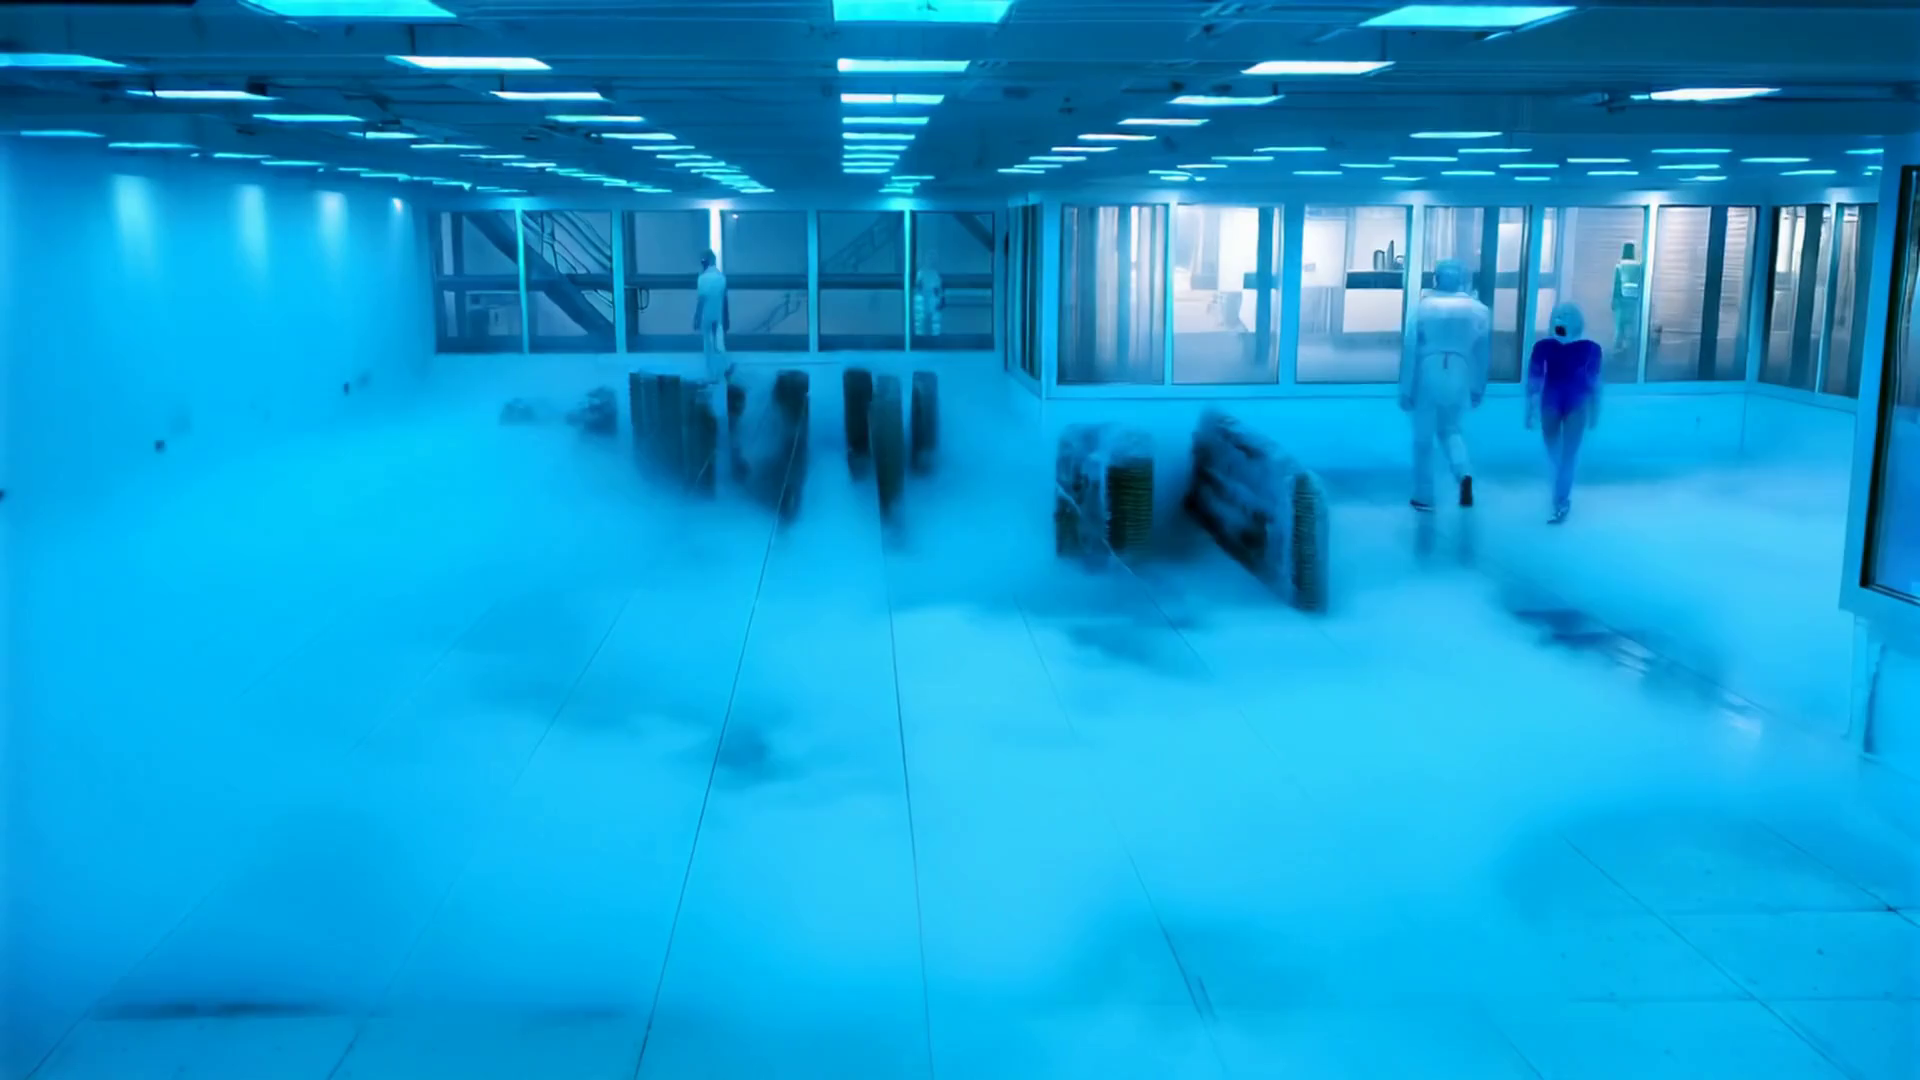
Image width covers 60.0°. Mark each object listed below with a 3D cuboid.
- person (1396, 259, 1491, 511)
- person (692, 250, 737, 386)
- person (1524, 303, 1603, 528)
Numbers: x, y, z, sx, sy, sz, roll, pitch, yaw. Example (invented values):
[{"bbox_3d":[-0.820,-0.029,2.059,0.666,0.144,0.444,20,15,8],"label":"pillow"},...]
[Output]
[{"bbox_3d":[3.594,-1.134,12.359,0.651,1.892,0.517,-1,11,-7],"label":"person"},{"bbox_3d":[-3.334,-2.981,22.446,0.477,1.848,0.498,7,13,35],"label":"person"},{"bbox_3d":[4.366,-0.915,12.020,0.510,1.586,0.860,8,13,36],"label":"person"}]
